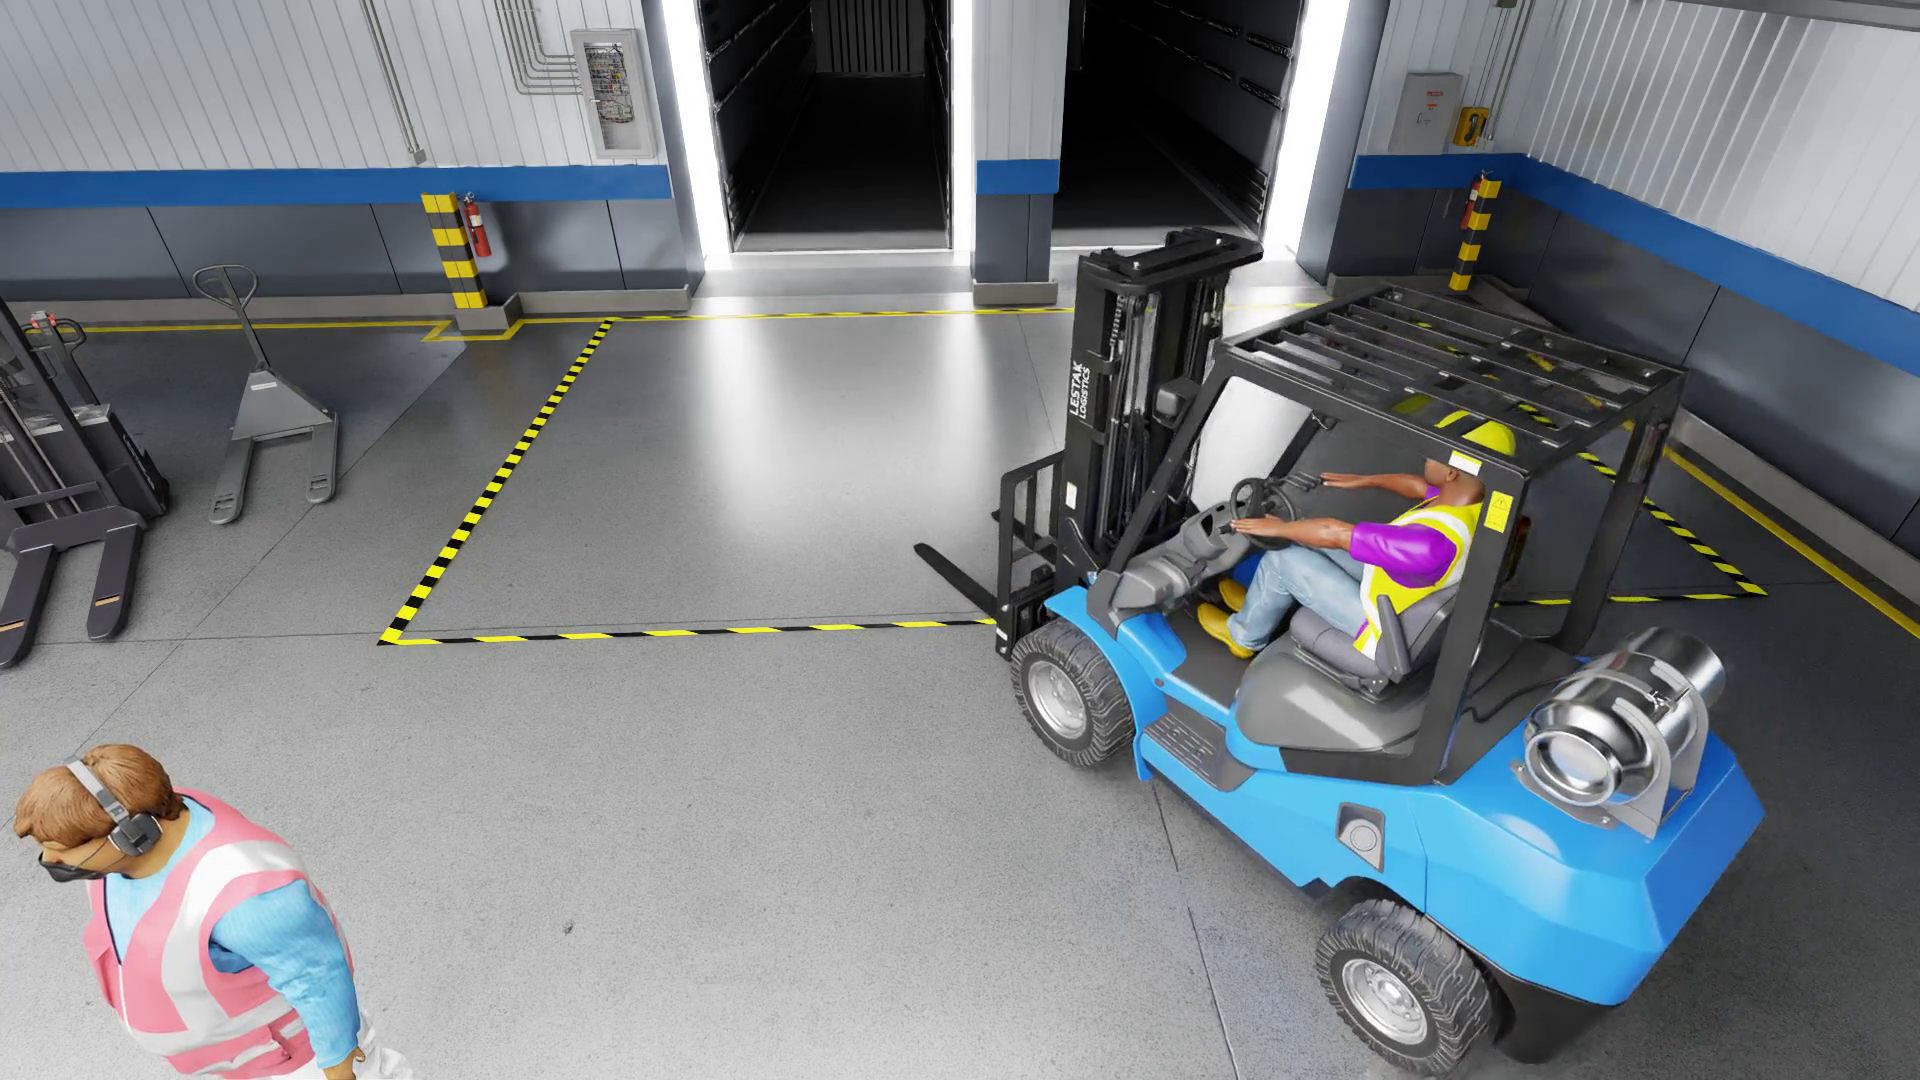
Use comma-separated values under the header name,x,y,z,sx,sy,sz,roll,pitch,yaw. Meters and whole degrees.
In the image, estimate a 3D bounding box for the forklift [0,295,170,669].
name,x,y,z,sx,sy,sz,roll,pitch,yaw
forklift,-5.212,-0.618,4.878,0.823,1.965,1.885,-20,39,-26

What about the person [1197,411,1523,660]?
name,x,y,z,sx,sy,sz,roll,pitch,yaw
person,1.392,-0.006,3.360,0.635,1.293,1.004,-23,41,-30

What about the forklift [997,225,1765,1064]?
name,x,y,z,sx,sy,sz,roll,pitch,yaw
forklift,1.422,0.178,3.424,1.157,2.036,2.680,-23,41,-30

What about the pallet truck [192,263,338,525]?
name,x,y,z,sx,sy,sz,roll,pitch,yaw
pallet truck,-4.778,-1.027,6.128,0.680,1.201,1.601,-17,38,-23

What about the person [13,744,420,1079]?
name,x,y,z,sx,sy,sz,roll,pitch,yaw
person,-1.803,1.213,2.381,0.632,1.842,0.429,15,38,21
